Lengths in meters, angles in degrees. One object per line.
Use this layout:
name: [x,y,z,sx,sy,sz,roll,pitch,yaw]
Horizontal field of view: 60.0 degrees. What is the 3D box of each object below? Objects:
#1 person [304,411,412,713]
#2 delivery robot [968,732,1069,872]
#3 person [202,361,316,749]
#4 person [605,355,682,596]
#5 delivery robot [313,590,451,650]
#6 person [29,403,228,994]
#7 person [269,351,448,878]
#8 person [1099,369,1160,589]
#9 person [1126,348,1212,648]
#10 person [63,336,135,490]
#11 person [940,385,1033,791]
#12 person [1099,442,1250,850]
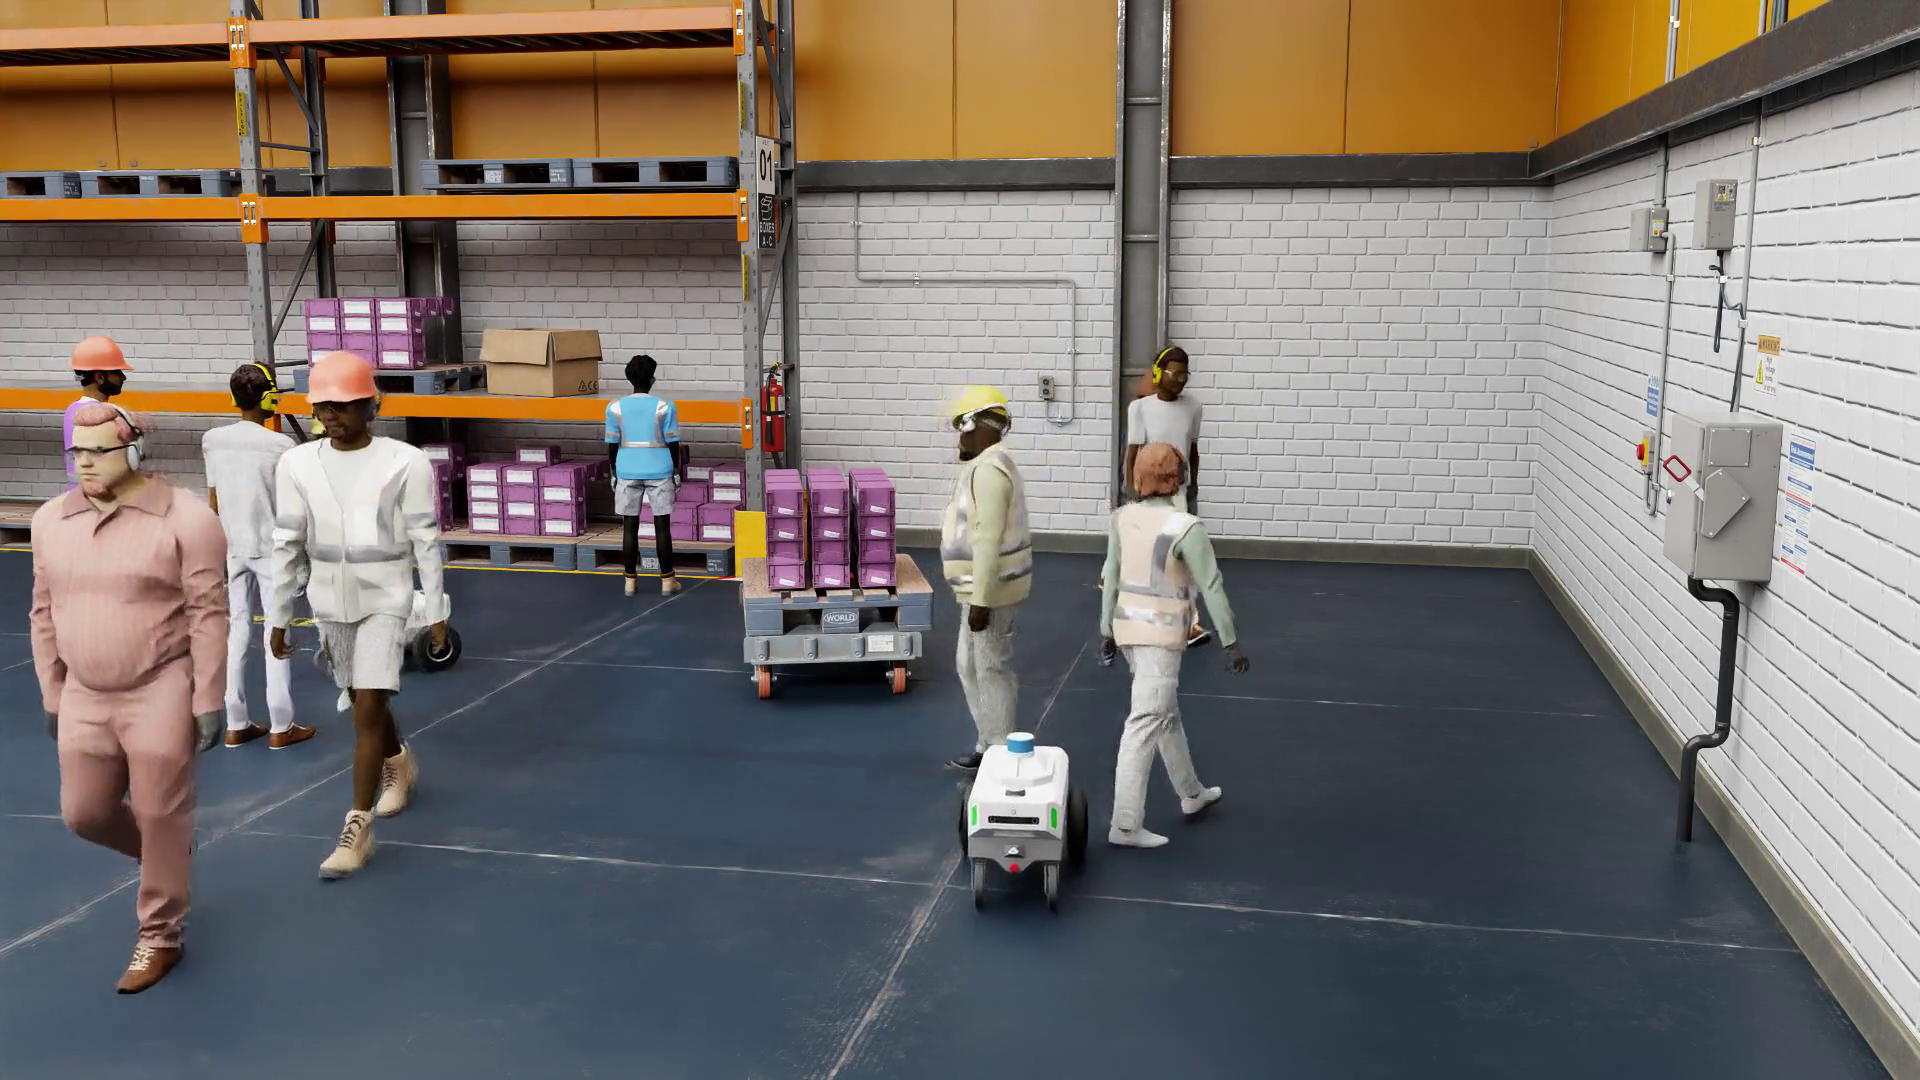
person: [-2.939,0.126,8.155,0.515,1.710,0.680,-1,10,-8]
delivery robot: [0.227,0.969,6.256,0.477,0.478,0.707,1,9,6]
person: [-3.359,0.081,7.975,0.516,1.866,0.332,2,10,12]
person: [-2.205,-0.447,11.645,0.531,1.692,0.320,0,9,1]
delivery robot: [-3.293,0.433,9.481,0.707,0.478,0.477,-7,12,-36]
person: [-2.695,0.485,5.455,0.645,1.889,0.576,0,9,3]
person: [-2.387,0.237,6.644,0.635,2.000,1.035,1,9,3]
person: [1.366,-0.425,11.834,0.873,1.583,0.515,-2,10,-14]
person: [1.245,-0.259,10.148,0.546,1.811,0.994,-2,10,-10]
person: [-4.575,-0.121,8.946,0.359,1.938,0.547,-9,13,-44]
person: [0.115,0.226,7.351,0.406,1.788,0.632,0,9,-2]
person: [0.885,0.418,6.691,0.790,1.602,0.593,-6,11,-31]
